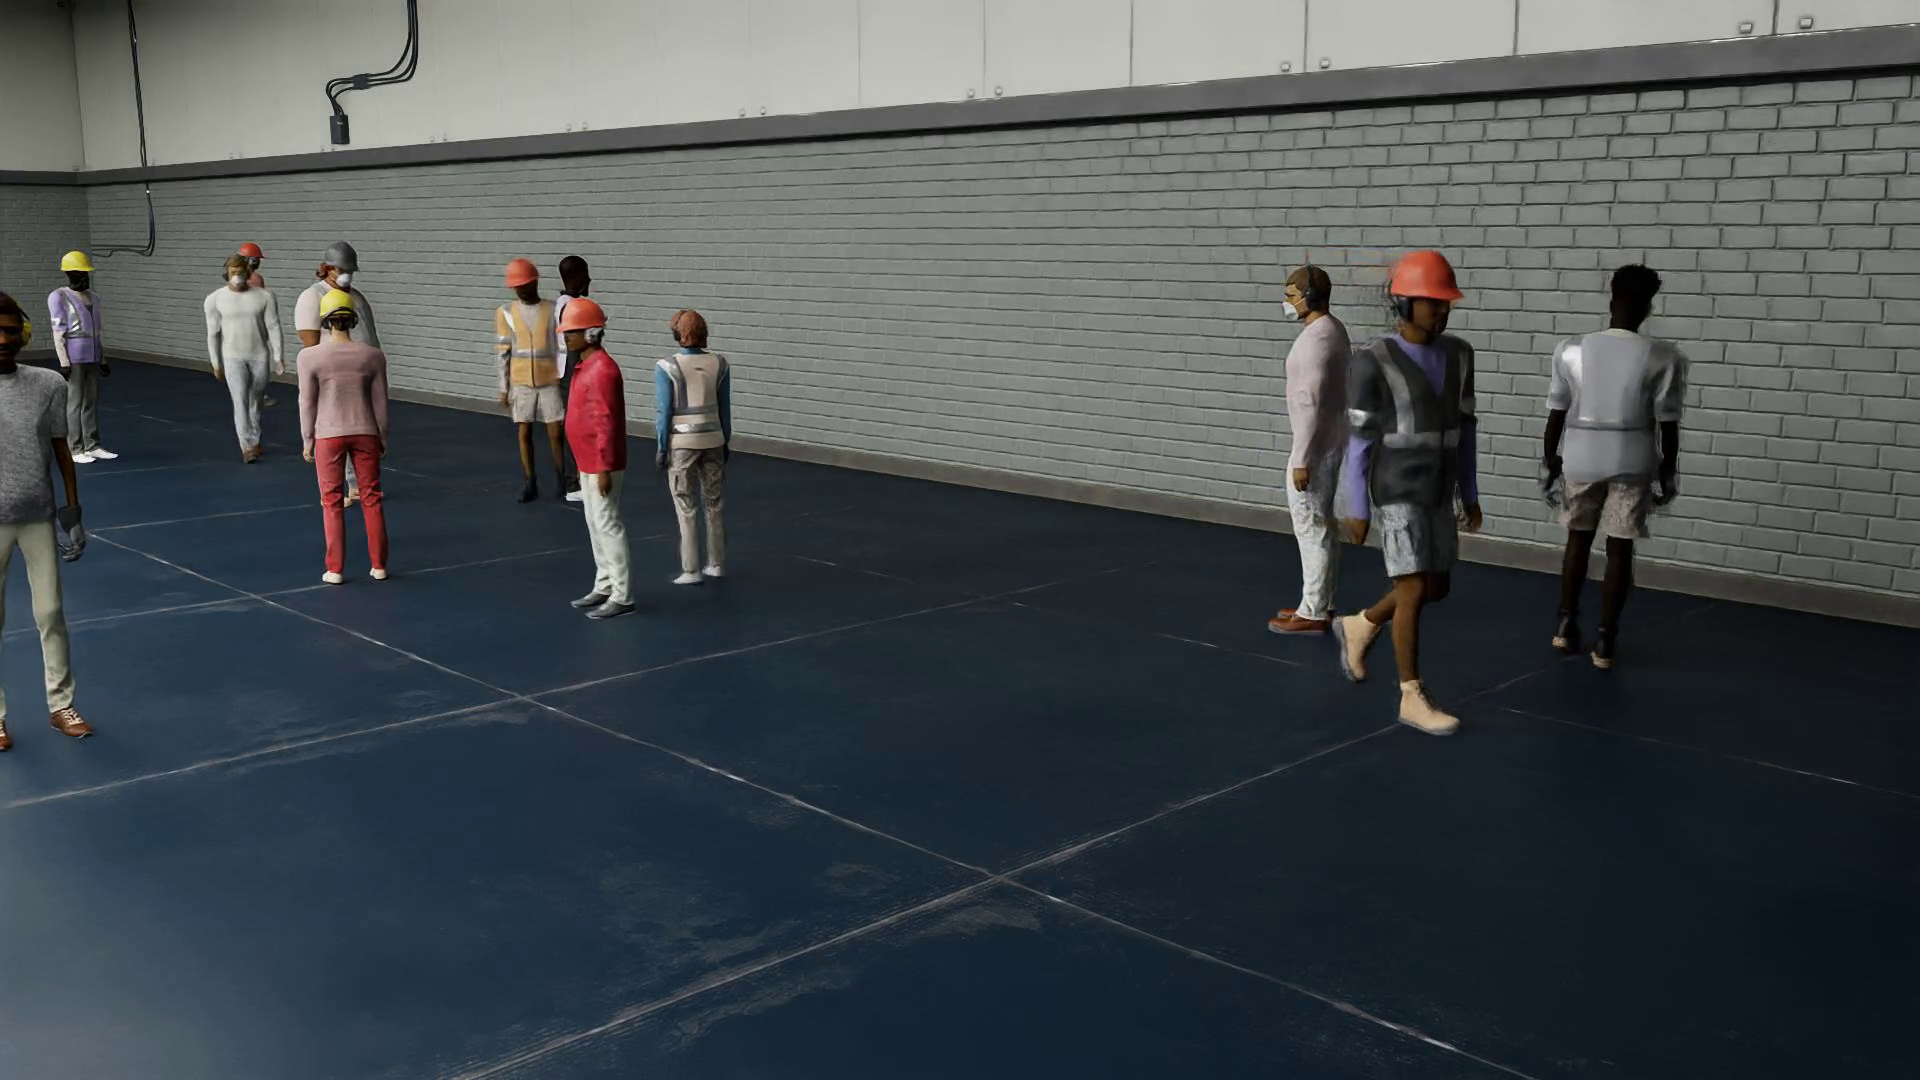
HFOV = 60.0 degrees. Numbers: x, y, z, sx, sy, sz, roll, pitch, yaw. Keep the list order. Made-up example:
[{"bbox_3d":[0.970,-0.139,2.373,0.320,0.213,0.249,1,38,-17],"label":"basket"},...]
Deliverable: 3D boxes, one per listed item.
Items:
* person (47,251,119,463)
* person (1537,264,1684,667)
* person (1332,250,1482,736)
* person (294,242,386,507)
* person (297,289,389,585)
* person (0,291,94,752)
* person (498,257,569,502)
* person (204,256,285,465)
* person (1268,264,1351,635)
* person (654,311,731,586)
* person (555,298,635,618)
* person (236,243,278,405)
[{"bbox_3d":[-8.065,-1.677,15.297,0.369,1.928,0.585,2,11,9],"label":"person"},{"bbox_3d":[3.173,-0.360,8.099,0.642,1.935,0.539,6,12,31],"label":"person"},{"bbox_3d":[1.887,-0.220,7.110,0.631,2.025,0.771,-6,12,-28],"label":"person"},{"bbox_3d":[-4.727,-1.284,12.844,0.536,2.000,0.672,4,11,21],"label":"person"},{"bbox_3d":[-3.679,-0.612,9.961,0.518,1.756,0.342,-8,13,-36],"label":"person"},{"bbox_3d":[-3.840,-0.073,6.752,0.516,1.861,0.328,-9,13,-39],"label":"person"},{"bbox_3d":[-3.298,-1.232,12.931,0.574,1.908,0.435,0,10,-1],"label":"person"},{"bbox_3d":[-6.590,-1.665,15.354,0.632,1.891,1.025,-6,12,-31],"label":"person"},{"bbox_3d":[1.842,-0.460,8.667,0.377,1.930,0.638,4,11,21],"label":"person"},{"bbox_3d":[-1.585,-0.541,9.938,0.525,1.638,0.433,-9,14,-40],"label":"person"},{"bbox_3d":[-2.008,-0.445,9.093,0.353,1.741,0.567,-5,12,-26],"label":"person"},{"bbox_3d":[-8.671,-2.641,20.406,0.617,1.986,0.408,8,13,36],"label":"person"}]
